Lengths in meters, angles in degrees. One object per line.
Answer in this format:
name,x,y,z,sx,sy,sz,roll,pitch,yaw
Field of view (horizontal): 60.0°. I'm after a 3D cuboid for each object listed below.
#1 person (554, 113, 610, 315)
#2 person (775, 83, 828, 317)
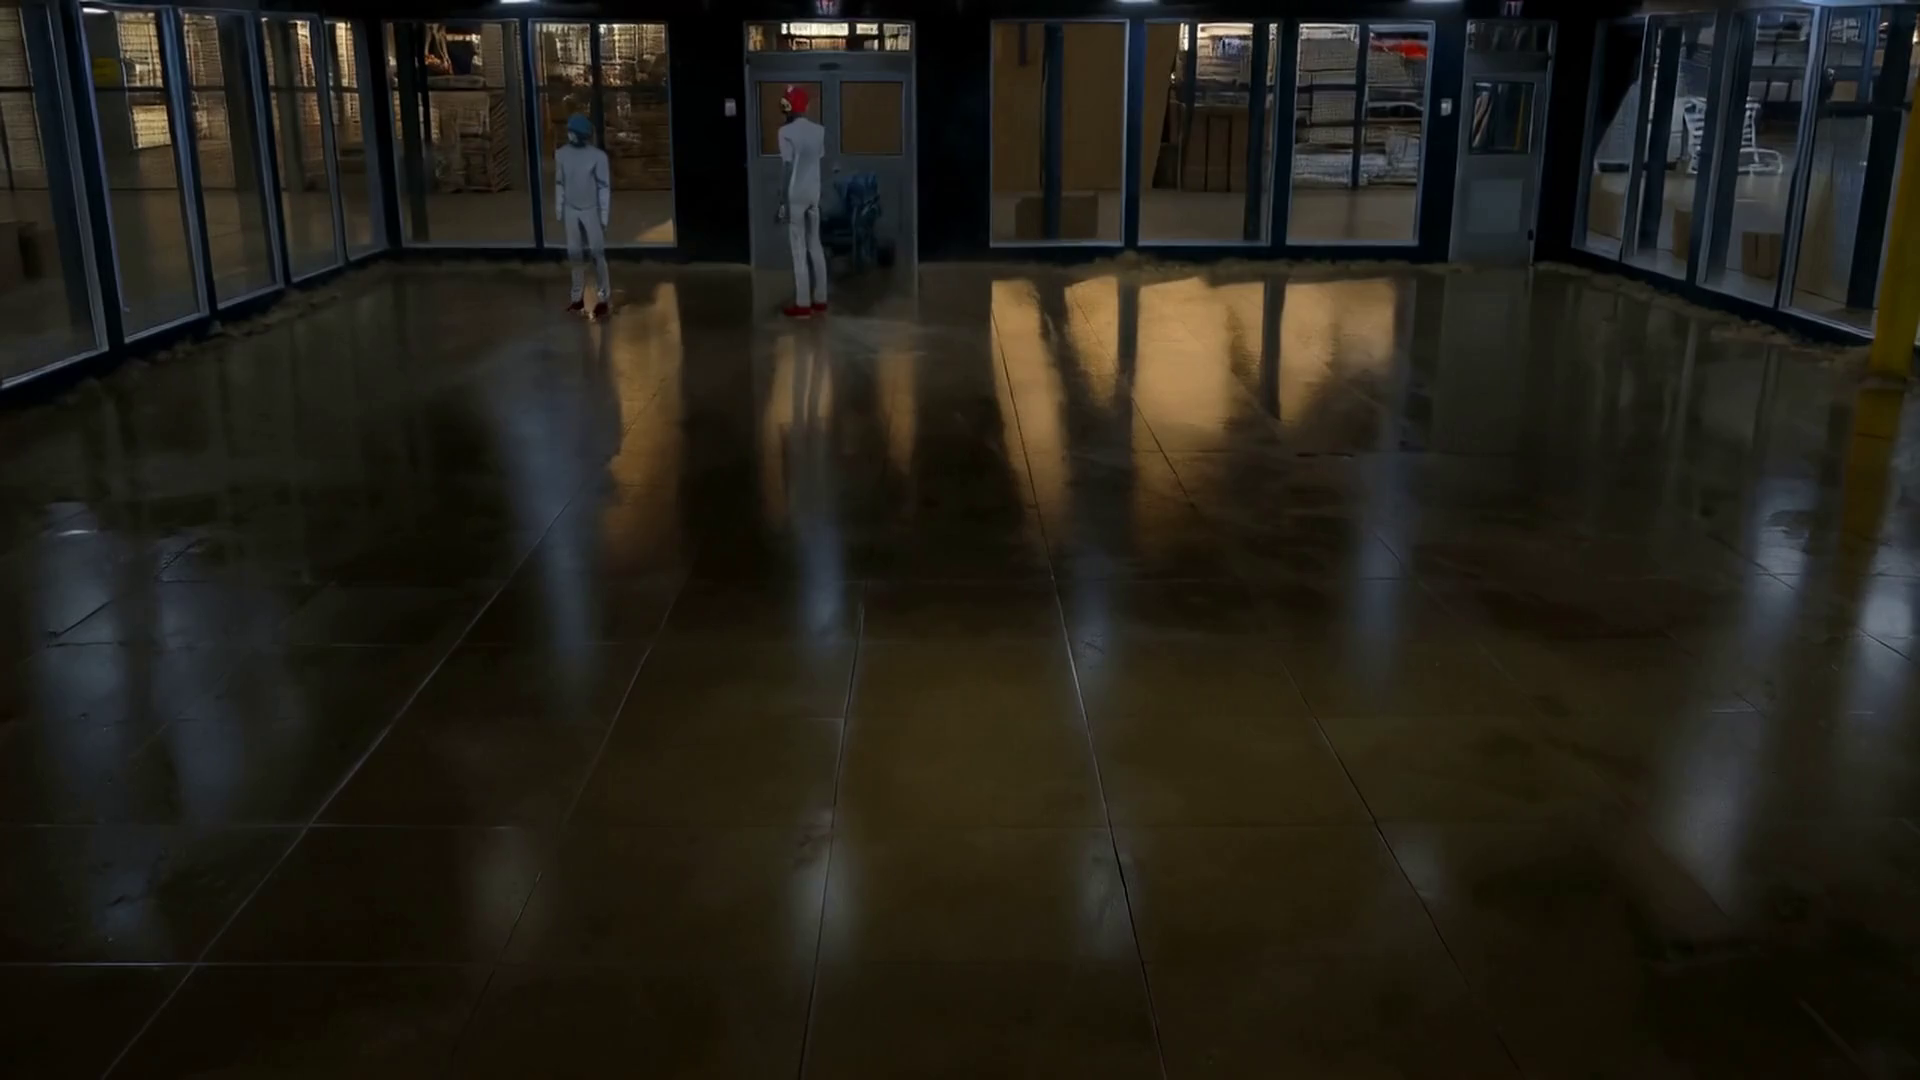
person,-3.099,-2.666,13.653,0.499,1.633,0.286,5,17,18
person,-1.298,-2.757,13.558,0.309,1.868,0.535,12,20,36
